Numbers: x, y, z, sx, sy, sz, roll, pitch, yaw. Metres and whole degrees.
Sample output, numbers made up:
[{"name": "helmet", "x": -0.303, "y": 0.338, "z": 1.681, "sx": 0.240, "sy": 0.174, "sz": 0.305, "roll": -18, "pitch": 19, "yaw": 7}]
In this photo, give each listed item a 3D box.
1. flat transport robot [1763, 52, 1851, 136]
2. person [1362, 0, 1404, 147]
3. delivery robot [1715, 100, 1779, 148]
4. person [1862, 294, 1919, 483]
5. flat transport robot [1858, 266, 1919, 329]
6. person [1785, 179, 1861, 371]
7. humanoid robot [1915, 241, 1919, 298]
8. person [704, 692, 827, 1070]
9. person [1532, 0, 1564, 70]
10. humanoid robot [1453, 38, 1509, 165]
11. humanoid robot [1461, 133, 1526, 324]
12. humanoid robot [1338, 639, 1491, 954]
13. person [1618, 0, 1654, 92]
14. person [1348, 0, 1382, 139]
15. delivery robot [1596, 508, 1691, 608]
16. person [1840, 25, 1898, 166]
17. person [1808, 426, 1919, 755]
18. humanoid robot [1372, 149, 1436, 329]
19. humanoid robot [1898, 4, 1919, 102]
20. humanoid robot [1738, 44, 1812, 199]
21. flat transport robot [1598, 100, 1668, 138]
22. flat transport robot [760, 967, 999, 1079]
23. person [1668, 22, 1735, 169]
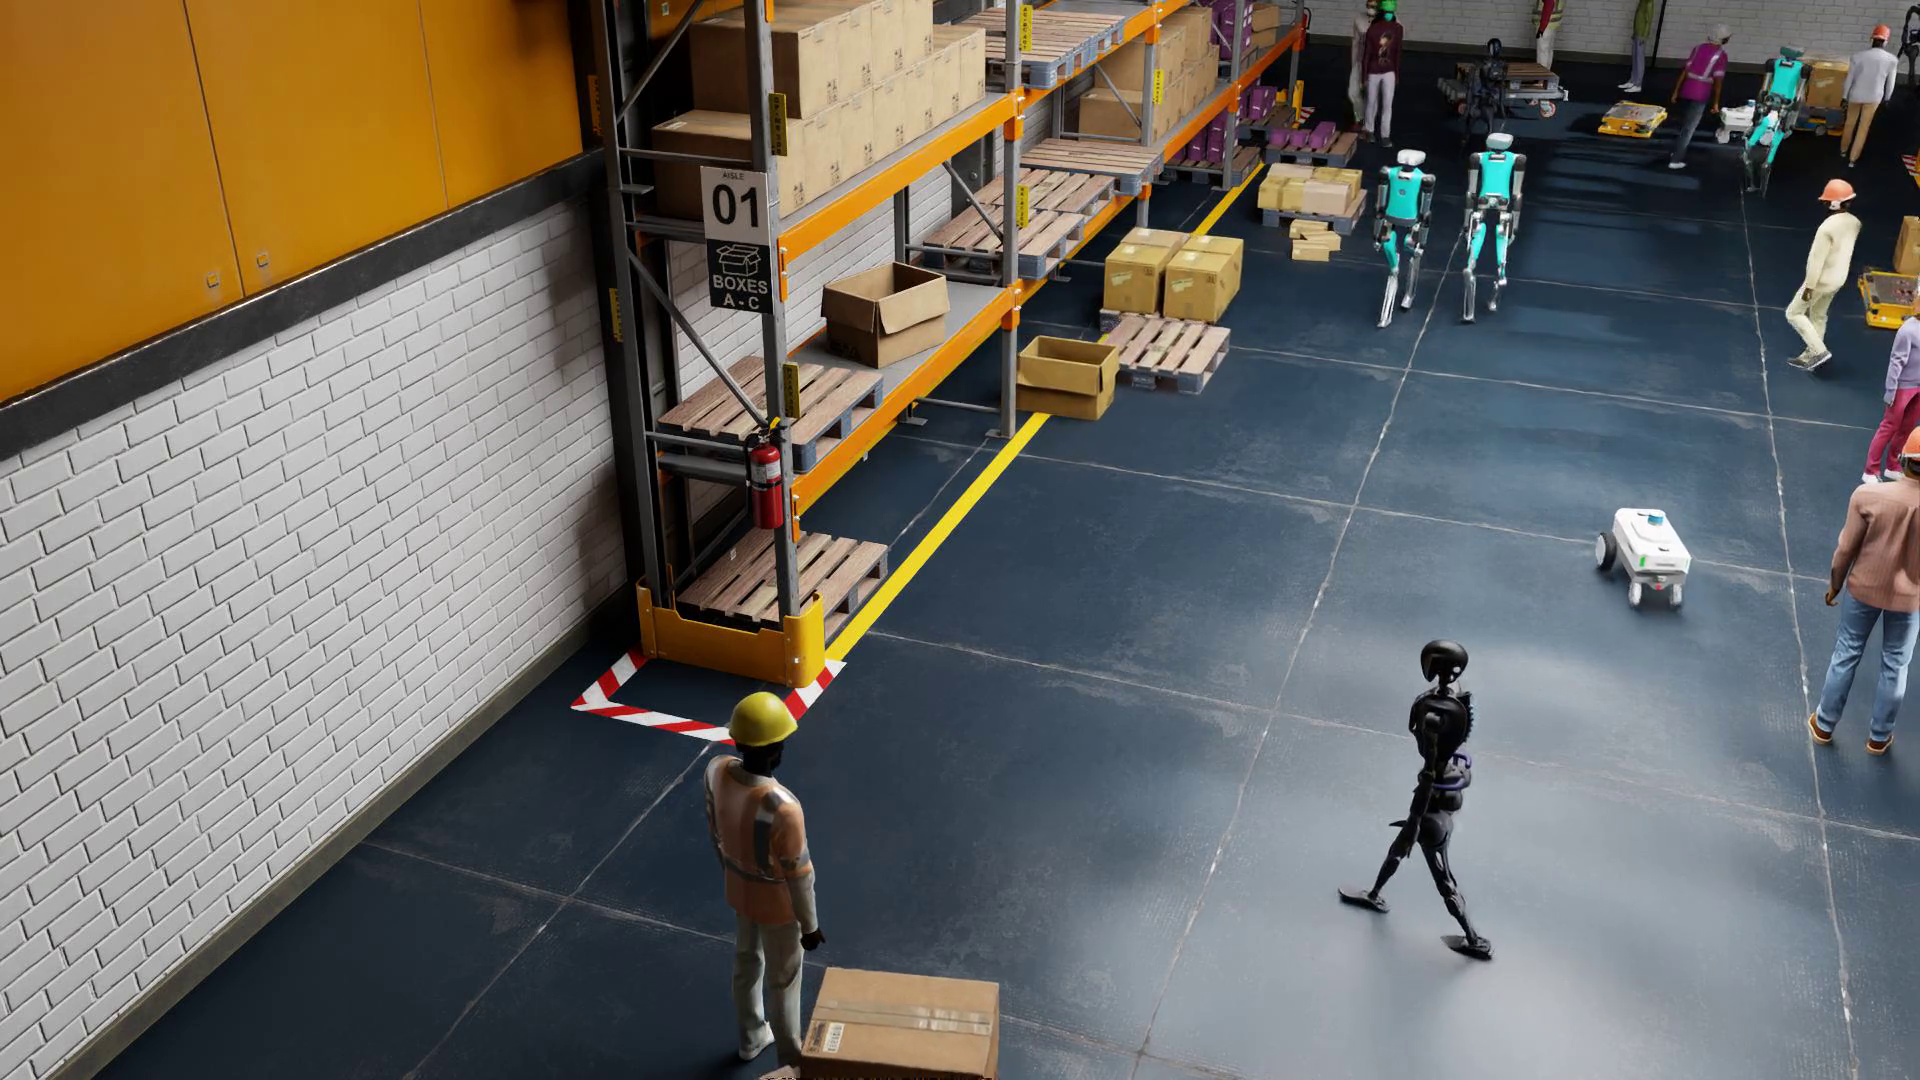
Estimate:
[{"name": "flat transport robot", "x": 11.587, "y": -5.805, "z": 23.011, "sx": 1.431, "sy": 0.231, "sz": 0.659, "roll": 13, "pitch": 30, "yaw": 24}, {"name": "person", "x": 5.546, "y": -6.129, "z": 21.836, "sx": 0.526, "sy": 1.915, "sz": 0.919, "roll": 1, "pitch": 27, "yaw": 2}, {"name": "delivery robot", "x": 10.557, "y": -5.588, "z": 22.250, "sx": 0.747, "sy": 0.568, "sz": 0.499, "roll": 8, "pitch": 28, "yaw": 15}, {"name": "person", "x": 7.140, "y": -1.144, "z": 12.490, "sx": 0.505, "sy": 1.622, "sz": 0.297, "roll": -12, "pitch": 30, "yaw": -22}, {"name": "flat transport robot", "x": 9.236, "y": -2.352, "z": 16.312, "sx": 0.659, "sy": 0.231, "sz": 1.431, "roll": 10, "pitch": 29, "yaw": 19}, {"name": "person", "x": 7.585, "y": -2.300, "z": 14.606, "sx": 0.585, "sy": 1.731, "sz": 0.422, "roll": -18, "pitch": 32, "yaw": -31}, {"name": "humanoid robot", "x": 9.252, "y": -2.798, "z": 15.542, "sx": 0.537, "sy": 1.757, "sz": 0.755, "roll": 13, "pitch": 30, "yaw": 23}, {"name": "person", "x": -0.809, "y": 1.489, "z": 7.054, "sx": 0.586, "sy": 1.927, "sz": 0.361, "roll": 24, "pitch": 35, "yaw": 38}, {"name": "person", "x": 8.813, "y": -7.731, "z": 25.030, "sx": 0.429, "sy": 1.841, "sz": 0.632, "roll": 17, "pitch": 32, "yaw": 29}, {"name": "humanoid robot", "x": 6.571, "y": -5.469, "z": 20.872, "sx": 0.591, "sy": 1.622, "sz": 0.785, "roll": -8, "pitch": 28, "yaw": -15}, {"name": "humanoid robot", "x": 5.013, "y": -2.908, "z": 15.824, "sx": 0.561, "sy": 1.760, "sz": 0.937, "roll": 10, "pitch": 29, "yaw": 18}, {"name": "humanoid robot", "x": 2.257, "y": 1.218, "z": 7.915, "sx": 0.785, "sy": 1.629, "sz": 0.609, "roll": 13, "pitch": 30, "yaw": 23}, {"name": "person", "x": 10.178, "y": -7.551, "z": 24.905, "sx": 0.281, "sy": 1.631, "sz": 0.501, "roll": 3, "pitch": 27, "yaw": 6}, {"name": "person", "x": 5.467, "y": -6.329, "z": 22.225, "sx": 0.639, "sy": 1.918, "sz": 0.442, "roll": 21, "pitch": 34, "yaw": 35}, {"name": "delivery robot", "x": 4.672, "y": 0.069, "z": 11.277, "sx": 0.499, "sy": 0.570, "sz": 0.747, "roll": 2, "pitch": 27, "yaw": 5}, {"name": "person", "x": 11.558, "y": -5.682, "z": 21.200, "sx": 0.574, "sy": 1.708, "sz": 0.812, "roll": 15, "pitch": 31, "yaw": 26}, {"name": "person", "x": 5.196, "y": 0.281, "z": 9.325, "sx": 0.610, "sy": 1.993, "sz": 0.393, "roll": 13, "pitch": 30, "yaw": 24}, {"name": "humanoid robot", "x": 4.286, "y": -2.940, "z": 15.921, "sx": 0.555, "sy": 1.757, "sz": 1.003, "roll": 14, "pitch": 30, "yaw": 25}, {"name": "humanoid robot", "x": 14.115, "y": -7.286, "z": 24.362, "sx": 0.623, "sy": 1.632, "sz": 0.504, "roll": 13, "pitch": 30, "yaw": 24}, {"name": "humanoid robot", "x": 9.553, "y": -4.869, "z": 19.719, "sx": 0.714, "sy": 1.896, "sz": 0.538, "roll": -22, "pitch": 35, "yaw": -36}, {"name": "flat transport robot", "x": 9.344, "y": -5.830, "z": 23.059, "sx": 0.659, "sy": 0.231, "sz": 1.431, "roll": 15, "pitch": 31, "yaw": 27}, {"name": "flat transport robot", "x": -0.334, "y": 2.661, "z": 6.588, "sx": 1.431, "sy": 0.231, "sz": 0.659, "roll": -16, "pitch": 31, "yaw": -28}, {"name": "person", "x": 9.267, "y": -5.576, "z": 20.899, "sx": 0.613, "sy": 1.797, "sz": 0.551, "roll": -13, "pitch": 30, "yaw": -24}]
